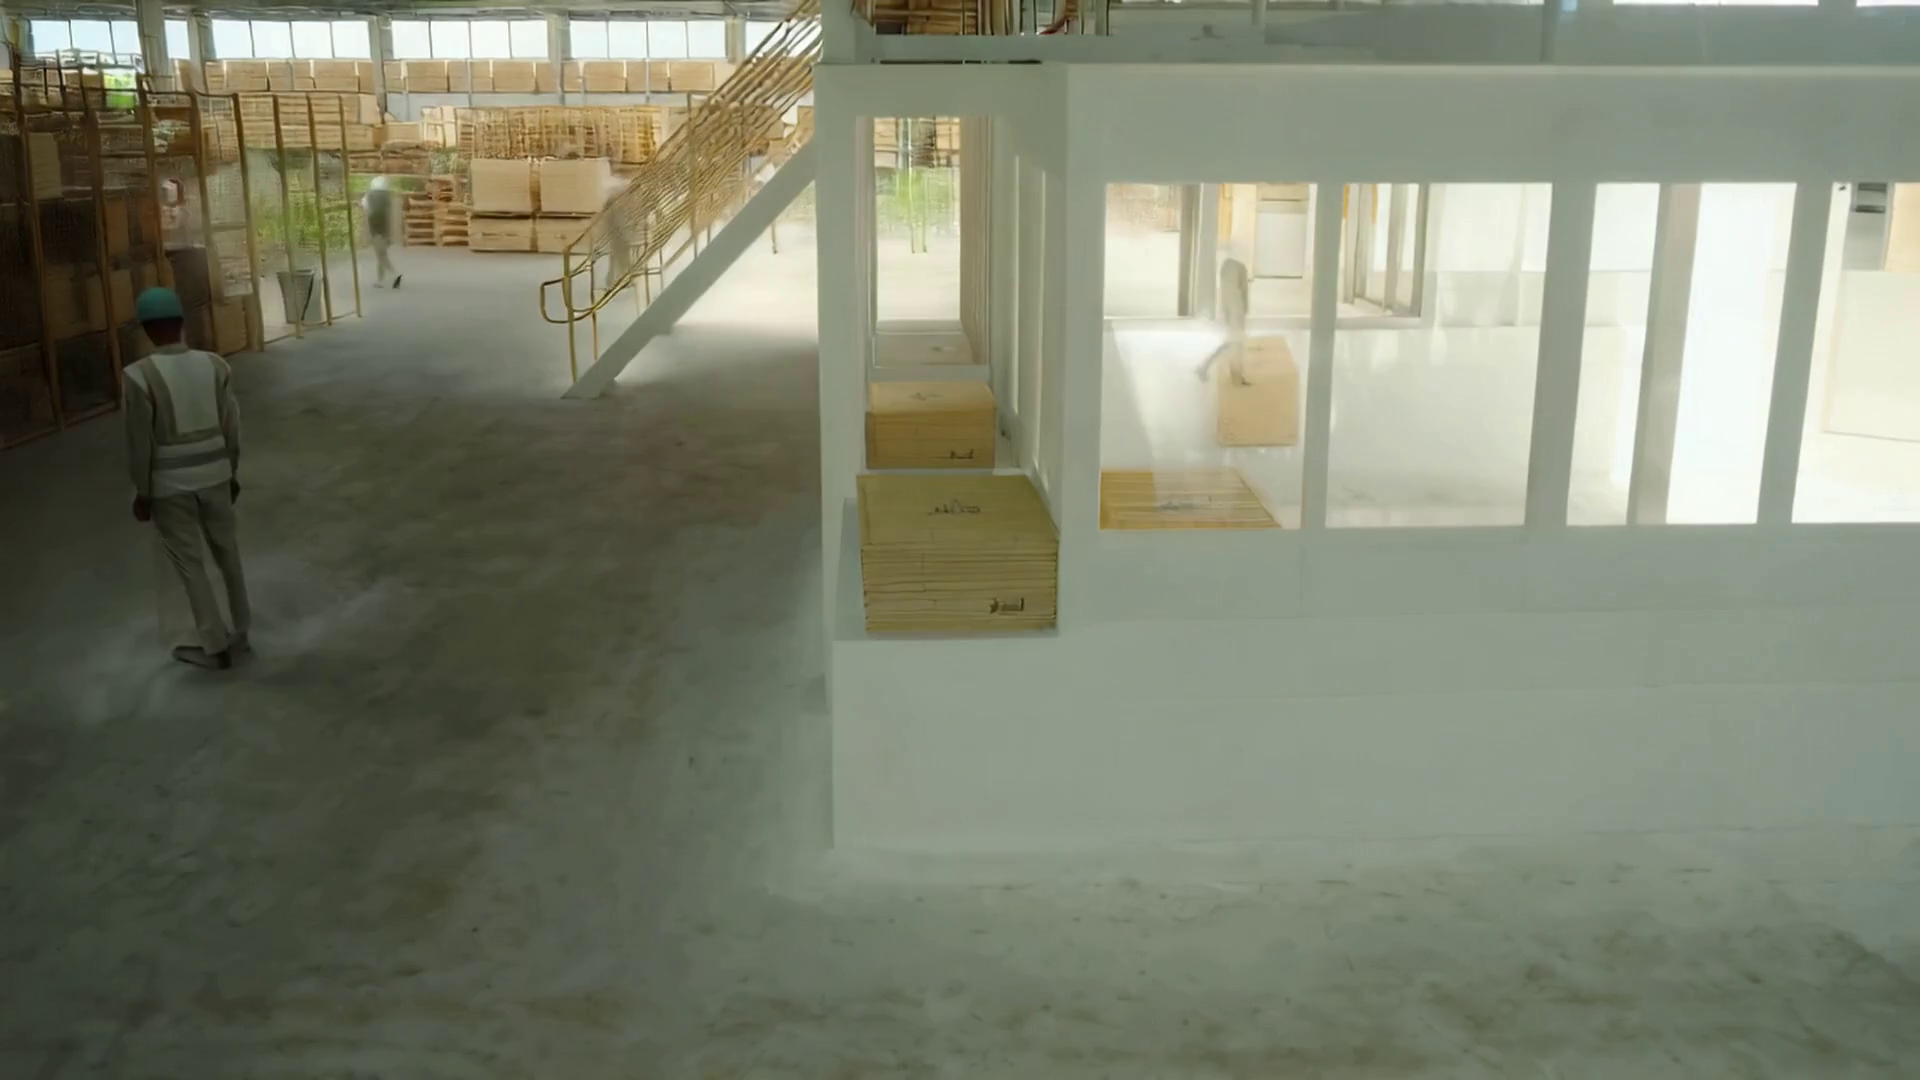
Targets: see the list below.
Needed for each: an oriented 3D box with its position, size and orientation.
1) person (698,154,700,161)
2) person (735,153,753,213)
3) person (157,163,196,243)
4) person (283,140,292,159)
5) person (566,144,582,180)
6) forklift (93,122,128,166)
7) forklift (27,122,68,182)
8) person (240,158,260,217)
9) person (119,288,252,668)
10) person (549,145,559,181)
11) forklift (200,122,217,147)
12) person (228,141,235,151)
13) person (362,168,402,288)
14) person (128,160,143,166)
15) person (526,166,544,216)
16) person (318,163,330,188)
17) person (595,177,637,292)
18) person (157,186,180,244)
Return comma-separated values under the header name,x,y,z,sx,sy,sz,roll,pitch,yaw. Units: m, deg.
name,x,y,z,sx,sy,sz,roll,pitch,yaw
person,-12.124,-17.264,76.244,1.032,1.945,0.656,2,14,8
person,-6.804,-11.199,52.208,0.806,1.840,0.521,-1,14,-5
person,-15.376,-6.412,32.663,0.831,2.000,0.687,2,14,9
person,-36.920,-21.093,91.661,0.706,1.886,0.487,4,15,15
person,-17.398,-16.918,75.052,1.044,1.839,0.657,6,15,24
forklift,-37.921,-17.158,73.912,1.129,2.768,1.873,-1,14,-2
forklift,-35.376,-14.773,64.377,1.129,2.768,1.873,-1,14,-2
person,-17.082,-8.197,40.006,0.356,1.936,0.551,5,15,18
person,-3.956,-0.311,8.487,0.416,1.937,0.607,8,16,29
person,-18.162,-16.717,74.320,0.590,1.812,0.642,-2,14,-9
forklift,-39.256,-20.471,87.152,1.129,2.768,1.873,-1,14,-2
person,-34.677,-18.035,79.305,0.403,1.948,0.605,-5,15,-18
person,-9.694,-5.219,27.957,0.868,2.024,0.614,10,17,36
person,-34.777,-15.679,70.218,0.605,1.798,0.894,-3,14,-11
person,-10.528,-8.448,41.445,0.865,1.733,0.534,8,16,28
person,-15.230,-8.072,39.718,1.002,1.826,0.600,-11,18,-36
person,-5.739,-5.019,27.413,0.941,1.881,0.611,-11,18,-39
person,-11.055,-3.941,23.027,0.524,1.917,0.650,-9,17,-33
